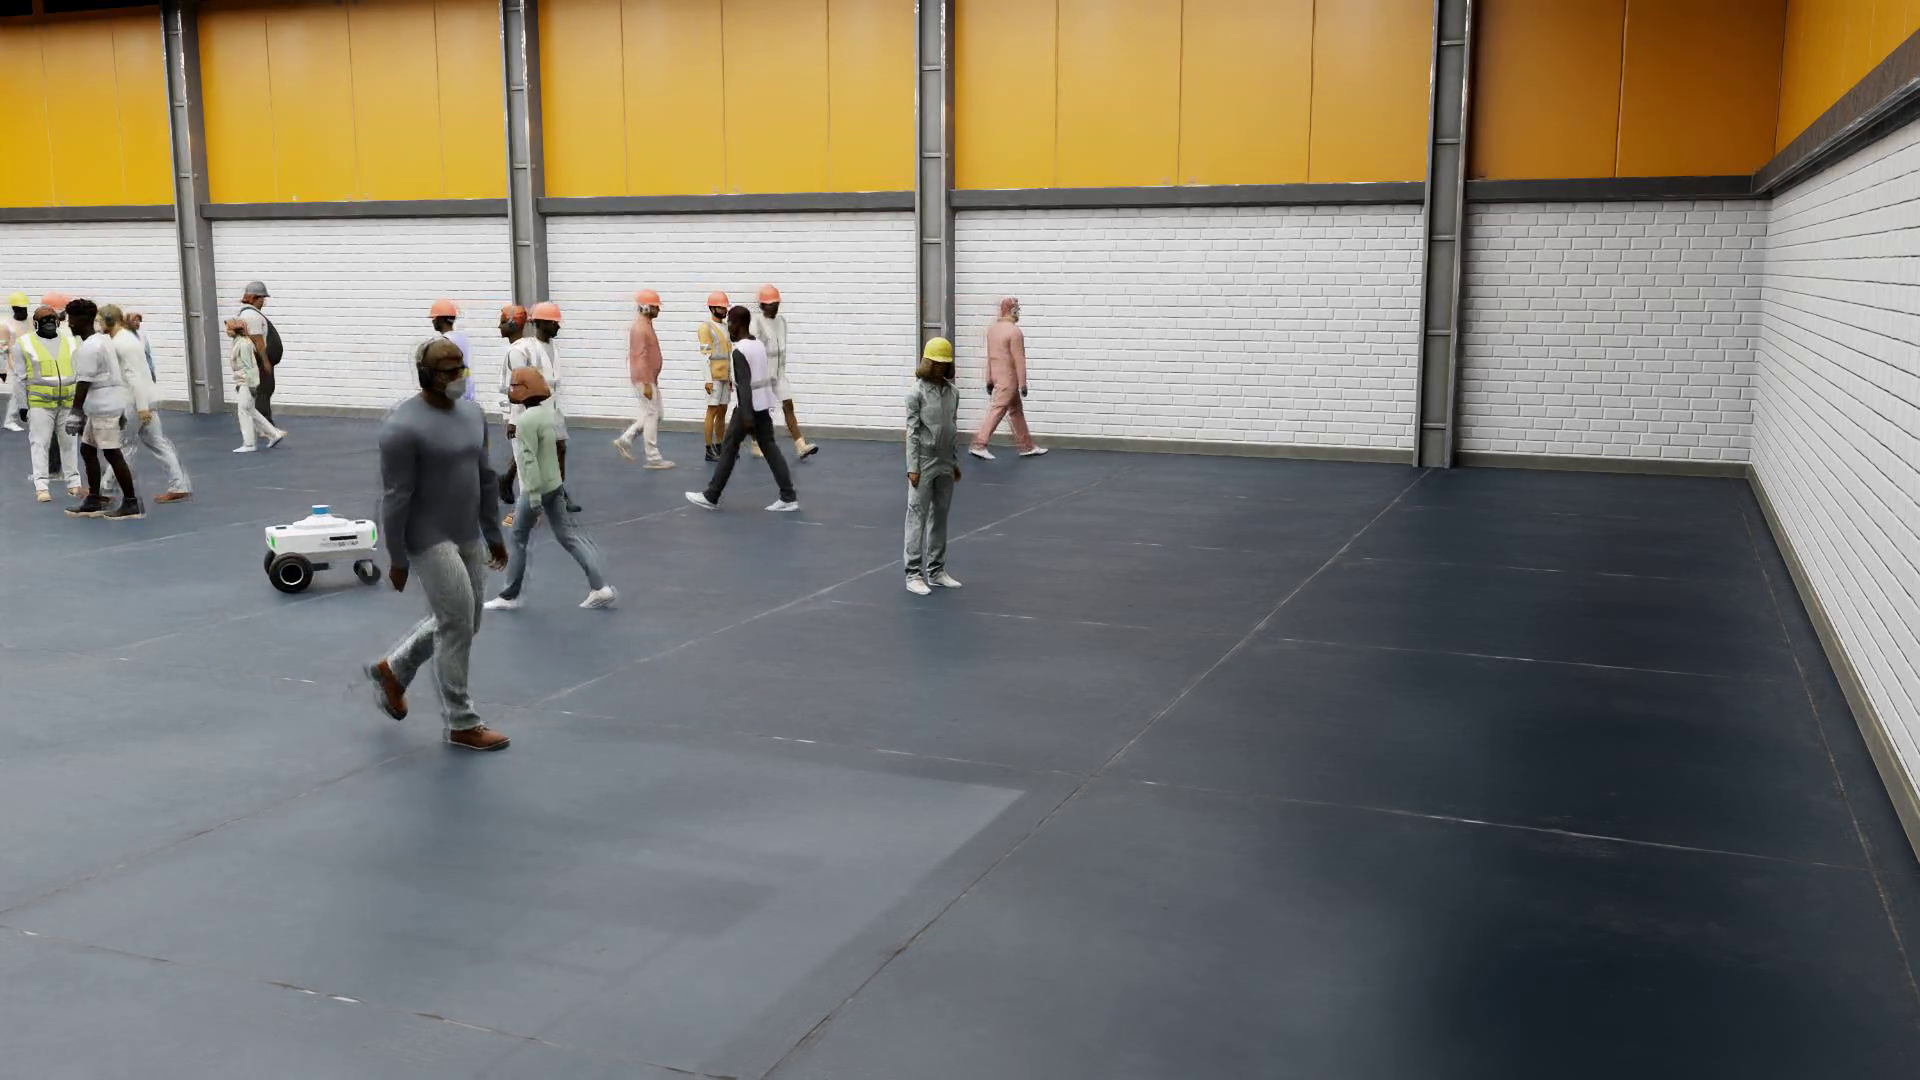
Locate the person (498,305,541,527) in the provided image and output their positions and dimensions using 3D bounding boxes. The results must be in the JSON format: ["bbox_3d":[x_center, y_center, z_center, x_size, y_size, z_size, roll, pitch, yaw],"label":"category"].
[{"bbox_3d":[-3.759,-1.051,14.189,0.354,1.883,0.573,-1,9,-6],"label":"person"}]

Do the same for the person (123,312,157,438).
[{"bbox_3d":[-10.544,-2.099,21.329,0.508,1.620,0.543,3,10,17],"label":"person"}]

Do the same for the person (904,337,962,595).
[{"bbox_3d":[-0.163,-0.507,11.328,0.322,1.738,0.488,9,13,42],"label":"person"}]

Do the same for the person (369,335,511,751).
[{"bbox_3d":[-2.459,0.009,7.682,0.770,1.914,0.633,3,10,19],"label":"person"}]

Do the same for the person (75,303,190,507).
[{"bbox_3d":[-7.692,-1.237,15.374,0.982,1.866,0.657,-3,10,-20],"label":"person"}]

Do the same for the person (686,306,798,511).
[{"bbox_3d":[-1.941,-1.179,15.051,1.050,1.853,0.579,3,10,17],"label":"person"}]

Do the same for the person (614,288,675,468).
[{"bbox_3d":[-3.468,-1.760,18.194,0.578,1.974,0.624,0,9,-1],"label":"person"}]

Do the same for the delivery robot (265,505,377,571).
[{"bbox_3d":[-4.422,0.001,11.536,0.707,0.478,0.477,-4,11,-26],"label":"delivery robot"}]

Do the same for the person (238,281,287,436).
[{"bbox_3d":[-9.086,-2.358,21.631,0.536,2.000,0.691,-4,10,-24],"label":"person"}]

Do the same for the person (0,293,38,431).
[{"bbox_3d":[-12.457,-2.347,22.126,1.047,1.870,0.589,3,10,17],"label":"person"}]

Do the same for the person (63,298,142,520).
[{"bbox_3d":[-7.580,-1.125,14.479,0.792,1.929,0.627,-3,10,-17],"label":"person"}]

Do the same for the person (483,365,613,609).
[{"bbox_3d":[-2.655,-0.329,10.701,0.850,1.592,0.512,1,9,8],"label":"person"}]

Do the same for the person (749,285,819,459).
[{"bbox_3d":[-2.067,-1.890,18.943,1.017,1.987,0.625,8,12,39],"label":"person"}]

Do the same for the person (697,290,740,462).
[{"bbox_3d":[-2.741,-1.864,18.949,0.354,1.939,0.544,4,10,23],"label":"person"}]

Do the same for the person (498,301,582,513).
[{"bbox_3d":[-3.826,-1.200,15.023,0.793,1.911,0.555,5,10,26],"label":"person"}]

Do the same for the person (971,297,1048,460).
[{"bbox_3d":[0.549,-1.849,19.124,1.014,1.864,0.658,-4,10,-22],"label":"person"}]

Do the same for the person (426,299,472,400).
[{"bbox_3d":[-5.077,-1.413,16.365,0.987,1.883,0.570,2,10,13],"label":"person"}]

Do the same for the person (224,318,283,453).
[{"bbox_3d":[-8.434,-1.852,19.859,0.564,1.609,0.533,-5,11,-29],"label":"person"}]

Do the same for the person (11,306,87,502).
[{"bbox_3d":[-8.597,-1.291,15.766,0.429,1.843,0.633,8,13,41],"label":"person"}]

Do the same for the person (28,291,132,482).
[{"bbox_3d":[-9.158,-1.582,17.182,0.892,1.964,0.617,-2,10,-12],"label":"person"}]
